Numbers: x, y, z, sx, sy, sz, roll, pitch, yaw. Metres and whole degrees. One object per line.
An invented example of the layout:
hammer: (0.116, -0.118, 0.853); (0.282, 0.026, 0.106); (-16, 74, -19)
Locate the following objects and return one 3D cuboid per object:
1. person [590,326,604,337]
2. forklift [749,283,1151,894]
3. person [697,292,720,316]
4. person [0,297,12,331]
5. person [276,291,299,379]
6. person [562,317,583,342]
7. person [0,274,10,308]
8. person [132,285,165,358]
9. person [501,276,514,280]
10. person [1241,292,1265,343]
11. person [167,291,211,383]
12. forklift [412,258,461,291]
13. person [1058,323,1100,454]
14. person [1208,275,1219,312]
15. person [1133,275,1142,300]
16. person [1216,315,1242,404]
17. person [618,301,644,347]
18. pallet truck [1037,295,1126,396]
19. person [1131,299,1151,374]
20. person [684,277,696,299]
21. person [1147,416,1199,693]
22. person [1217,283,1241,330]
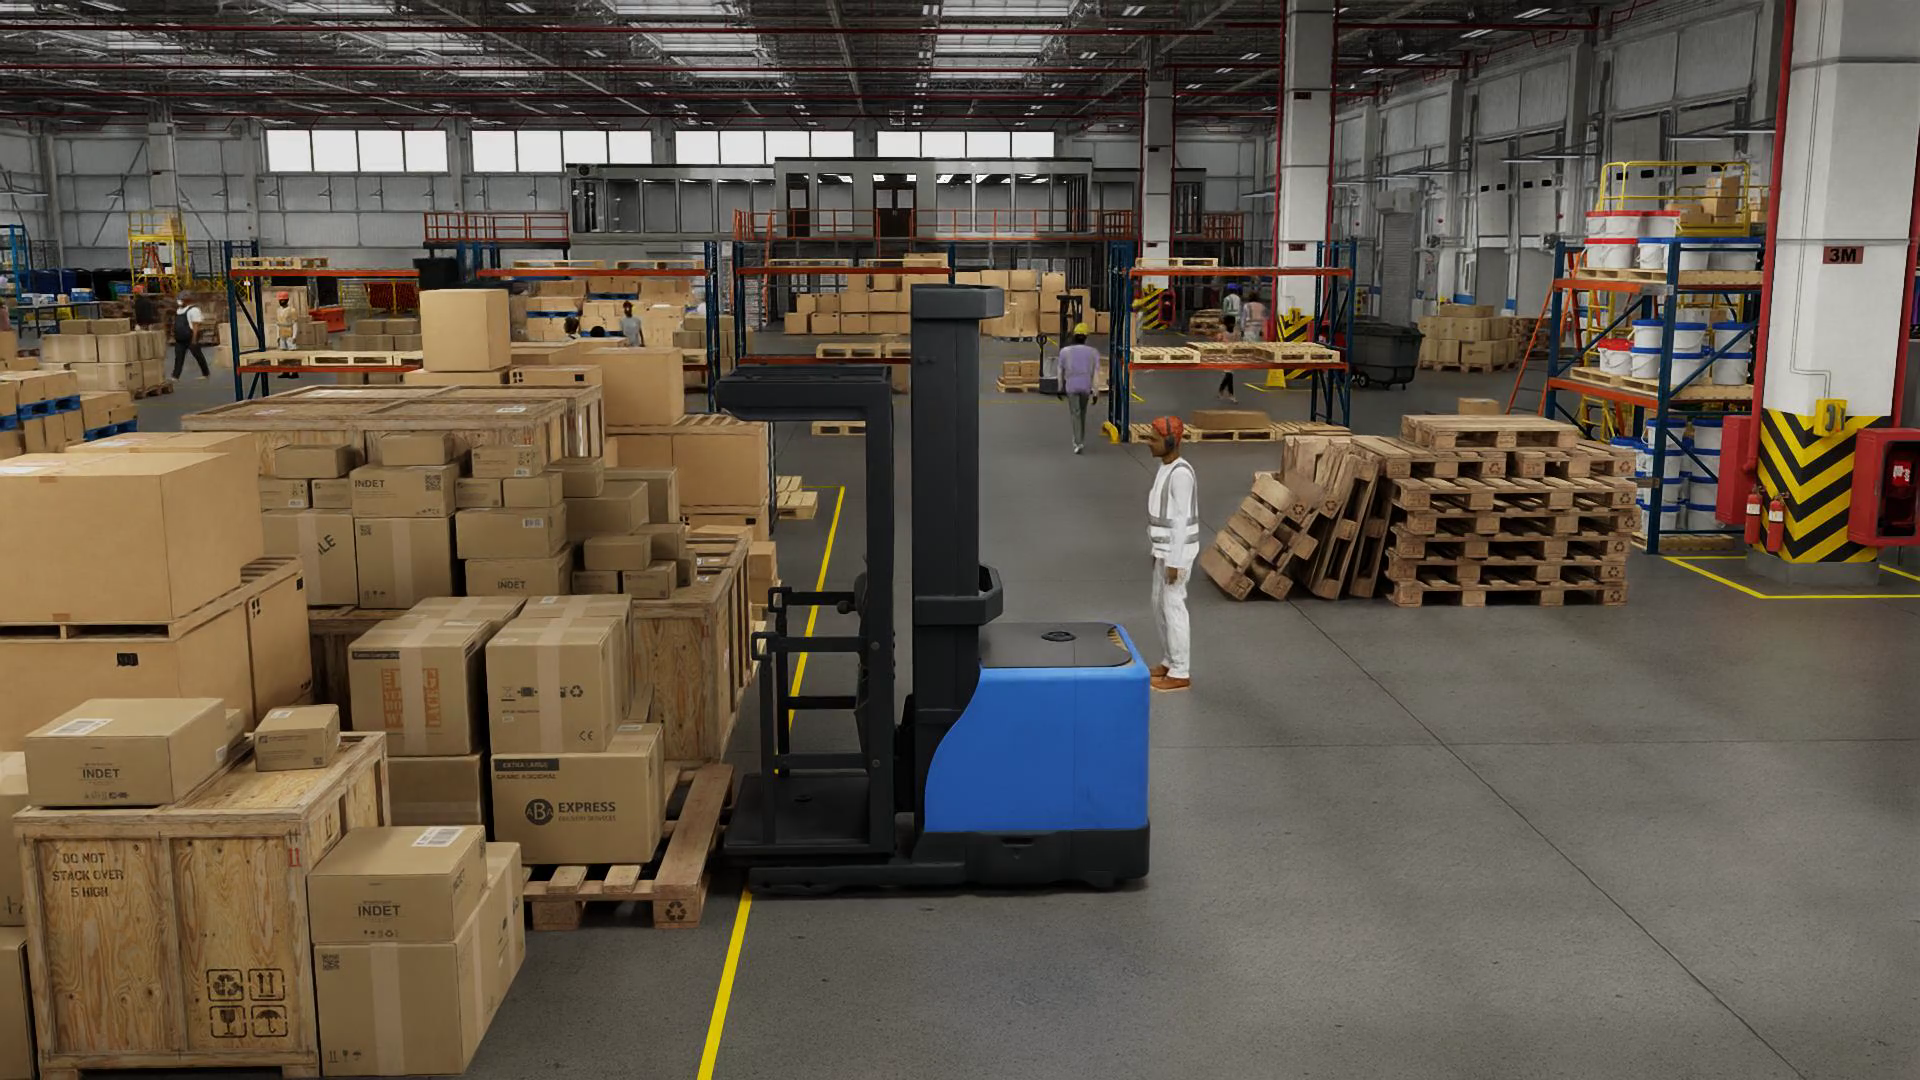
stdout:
person: (-4.896, -1.935, 22.483); (0.593, 1.909, 0.409); (2, 10, 13)
forklift: (-0.056, 0.174, 8.009); (1.873, 2.768, 1.129); (0, 10, -2)
person: (-5.580, -4.634, 37.523); (0.649, 1.893, 0.985); (6, 12, 30)
person: (-22.869, -4.934, 39.620); (0.560, 1.773, 0.330); (0, 10, -3)
person: (-14.972, -4.544, 36.936); (0.558, 1.929, 0.383); (5, 11, 24)
person: (-6.164, -2.637, 26.553); (0.342, 1.846, 0.508); (5, 11, 26)
person: (-37.759, -9.710, 65.461); (0.613, 2.026, 0.657); (-4, 11, -20)
person: (-20.788, -5.535, 42.432); (0.624, 1.952, 1.009); (5, 12, 28)
person: (-19.682, -10.893, 72.482); (0.618, 1.864, 0.604); (-6, 12, -30)
person: (7.121, -5.112, 40.390); (0.642, 1.829, 0.580); (-5, 11, -28)
person: (-16.746, -4.439, 36.051); (0.688, 2.000, 1.002); (4, 11, 23)
forklift: (-6.606, -2.203, 21.251); (1.873, 2.768, 1.129); (0, 10, -2)
person: (1.729, -2.196, 24.045); (0.584, 1.877, 1.018); (-2, 10, -9)
person: (10.831, -10.674, 70.983); (0.514, 1.971, 0.637); (1, 10, 7)
person: (7.068, -9.591, 65.471); (0.665, 1.796, 0.938); (-5, 11, -27)
person: (5.053, -3.418, 31.418); (0.528, 1.664, 0.838); (-5, 11, -26)
person: (-6.679, -3.910, 33.648); (0.554, 1.842, 0.619); (1, 10, 6)
pallet truck: (2.483, -3.881, 33.060); (1.885, 1.965, 0.823); (-7, 13, -36)
person: (4.134, -4.677, 38.258); (0.639, 1.720, 0.502); (1, 10, 7)
person: (-8.470, -7.179, 51.634); (0.574, 1.925, 0.409); (-6, 12, -28)
person: (1.432, 0.096, 11.264); (0.355, 1.878, 0.580); (-1, 10, -5)
person: (7.268, -5.991, 45.088); (0.620, 1.896, 0.976); (-10, 14, -43)
